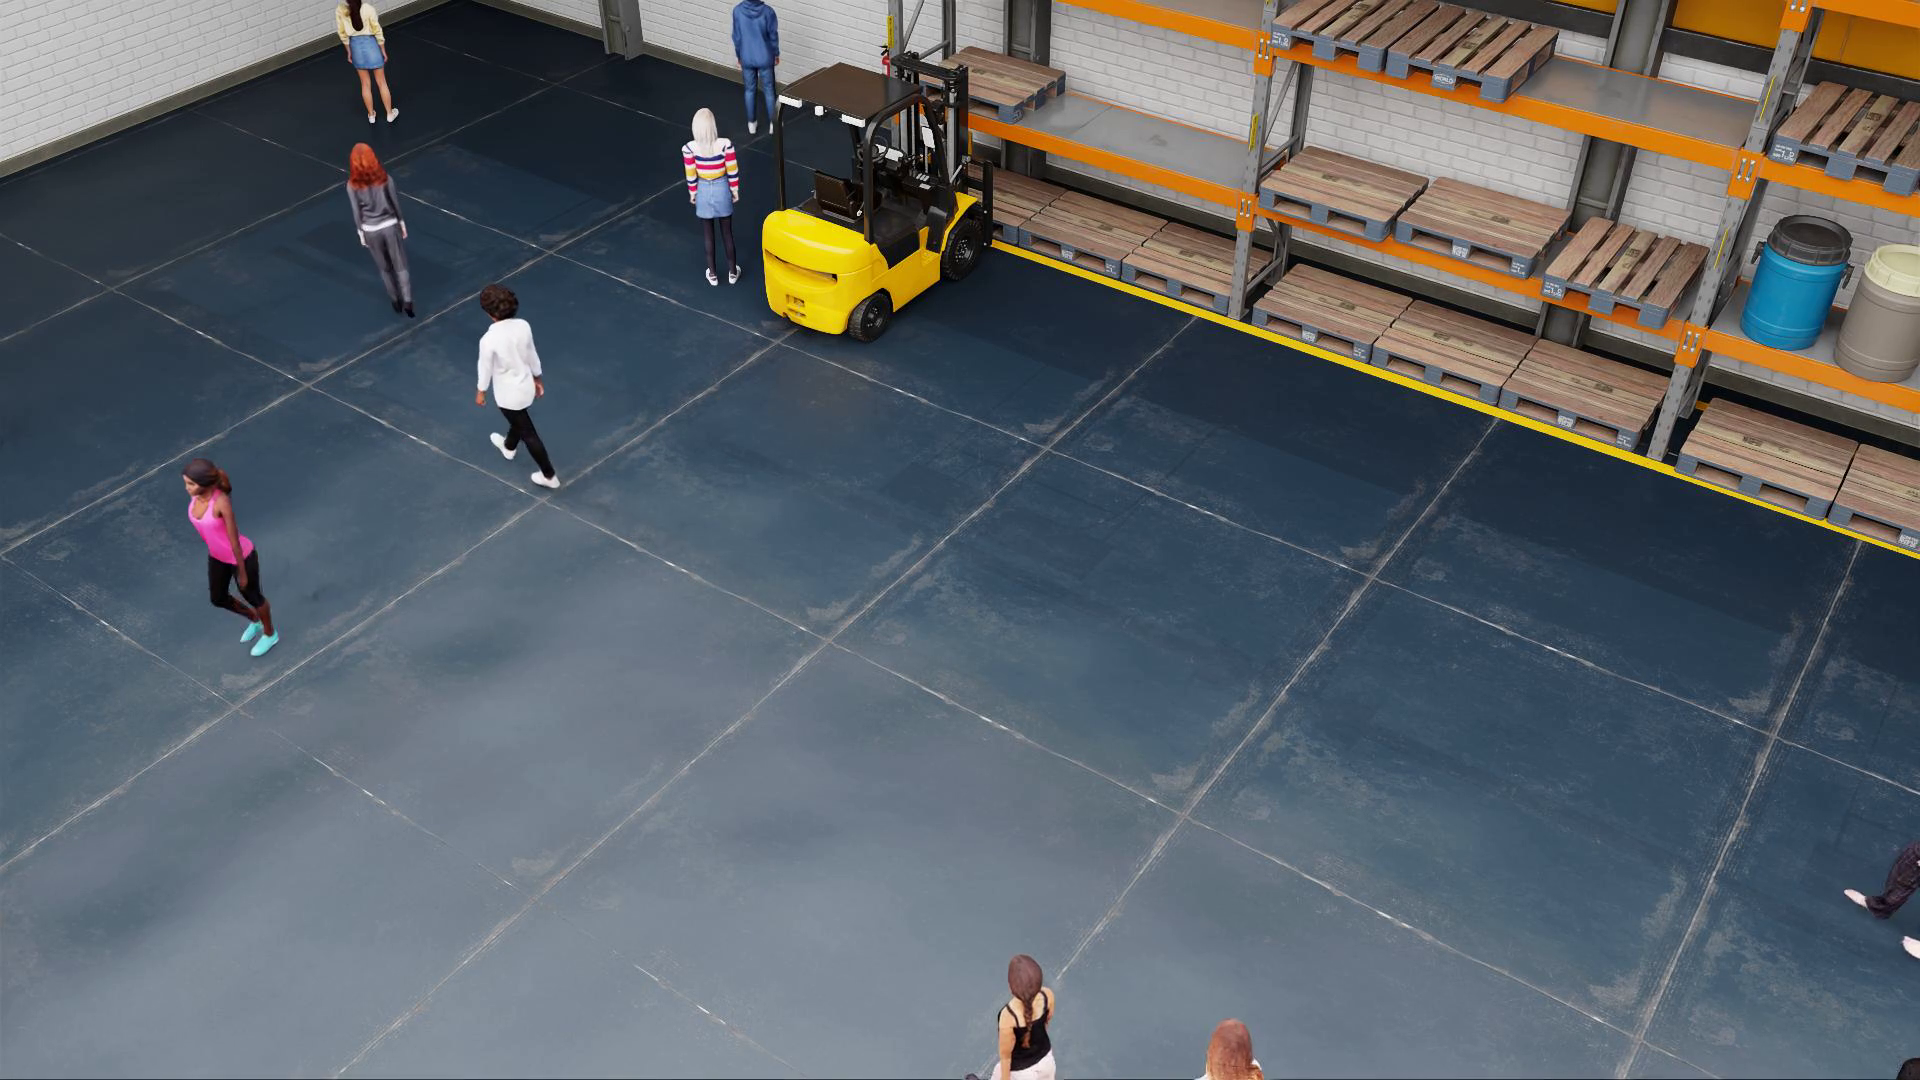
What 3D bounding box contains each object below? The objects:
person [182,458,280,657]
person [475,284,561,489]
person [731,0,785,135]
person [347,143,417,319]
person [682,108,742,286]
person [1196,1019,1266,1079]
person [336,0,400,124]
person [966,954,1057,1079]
[{"bbox_3d":[-5.087,0.081,11.791,0.560,1.712,0.663,17,42,20],"label":"person"},{"bbox_3d":[-3.512,-1.172,13.319,1.077,1.762,0.660,25,45,28],"label":"person"},{"bbox_3d":[-2.278,-5.442,18.633,0.681,1.805,0.817,4,39,4],"label":"person"},{"bbox_3d":[-5.329,-2.788,15.343,0.870,1.763,1.004,-14,41,-17],"label":"person"},{"bbox_3d":[-2.361,-3.294,15.939,0.703,1.809,0.772,-5,39,-6],"label":"person"},{"bbox_3d":[1.309,3.036,8.141,0.902,1.648,1.155,-22,43,-25],"label":"person"},{"bbox_3d":[-6.760,-5.554,18.910,0.713,1.632,0.784,-4,39,-6],"label":"person"},{"bbox_3d":[0.386,2.760,8.589,0.805,1.522,1.088,-21,43,-24],"label":"person"}]
